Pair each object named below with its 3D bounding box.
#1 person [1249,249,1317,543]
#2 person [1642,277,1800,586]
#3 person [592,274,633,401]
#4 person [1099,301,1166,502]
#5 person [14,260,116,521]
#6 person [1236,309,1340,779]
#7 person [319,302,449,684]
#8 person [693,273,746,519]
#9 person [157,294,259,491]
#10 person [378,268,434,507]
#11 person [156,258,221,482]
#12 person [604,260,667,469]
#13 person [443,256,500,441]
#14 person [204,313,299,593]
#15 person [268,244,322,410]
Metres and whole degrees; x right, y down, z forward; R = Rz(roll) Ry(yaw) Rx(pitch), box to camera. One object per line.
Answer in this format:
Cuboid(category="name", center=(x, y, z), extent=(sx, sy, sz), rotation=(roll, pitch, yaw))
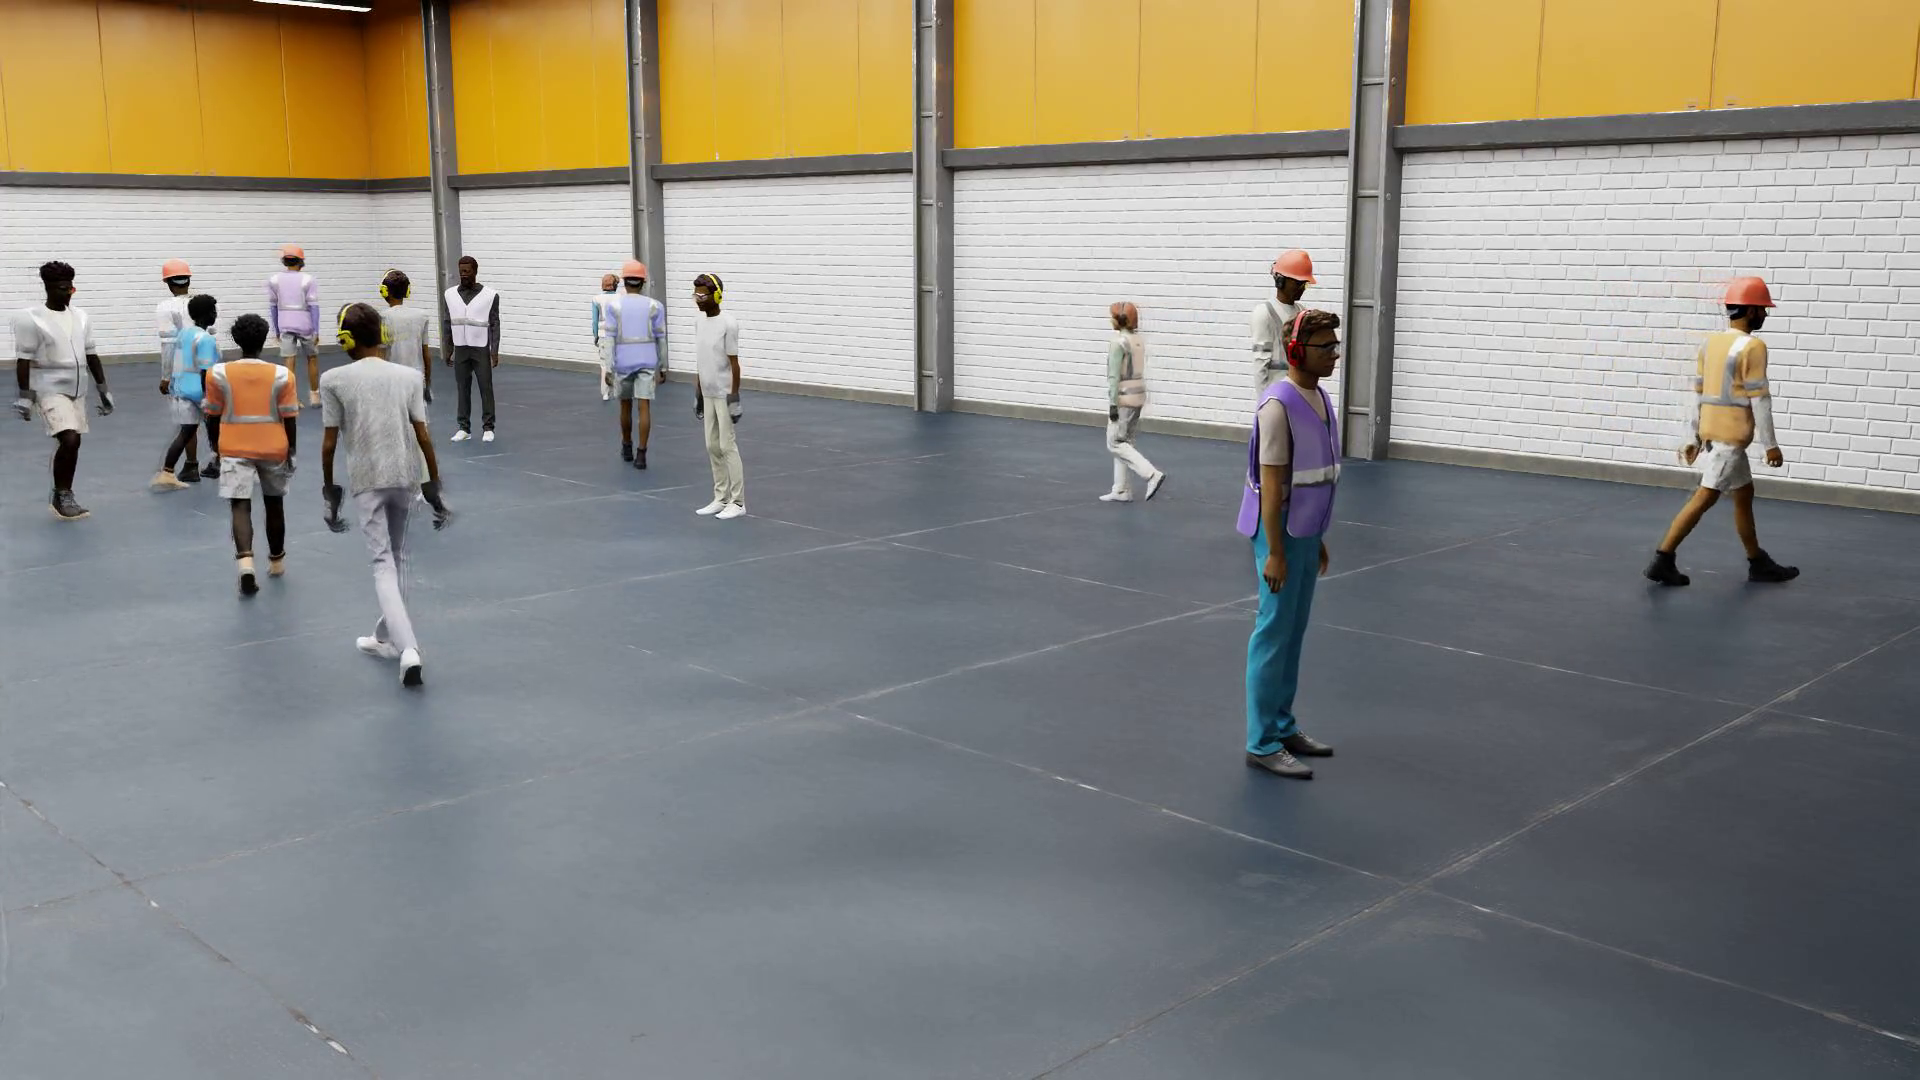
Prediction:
Cuboid(category="person", center=(2.240, -0.972, 11.466), extent=(0.389, 2.034, 0.605), rotation=(9, 14, 40))
Cuboid(category="person", center=(4.650, -0.641, 10.085), extent=(1.012, 1.892, 0.545), rotation=(0, 10, -1))
Cuboid(category="person", center=(-4.480, -2.604, 21.450), extent=(0.514, 1.636, 0.314), rotation=(1, 10, 3))
Cuboid(category="person", center=(1.370, -1.077, 13.167), extent=(0.538, 1.622, 0.518), rotation=(6, 12, 31))
Cuboid(category="person", center=(-6.683, -1.108, 12.452), extent=(0.568, 1.940, 0.637), rotation=(3, 11, 17))
Cuboid(category="person", center=(1.320, 0.002, 6.665), extent=(0.392, 1.846, 0.564), rotation=(6, 12, 29))
Cuboid(category="person", center=(-2.778, -0.237, 8.078), extent=(0.581, 1.818, 0.971), rotation=(-9, 14, -40))
Cuboid(category="person", center=(-1.832, -1.076, 12.545), extent=(0.371, 1.853, 0.503), rotation=(-9, 14, -41))
Cuboid(category="person", center=(-6.359, -1.232, 13.954), extent=(0.533, 1.652, 0.871), rotation=(10, 14, 42))
Cuboid(category="person", center=(-4.388, -1.188, 13.085), extent=(0.328, 1.874, 0.517), rotation=(9, 14, 41))
Cuboid(category="person", center=(-6.709, -1.465, 14.440), extent=(0.374, 1.930, 0.542), rotation=(6, 12, 28))
Cuboid(category="person", center=(-3.017, -1.641, 15.482), extent=(0.569, 1.891, 0.947), rotation=(-3, 11, -14))
Cuboid(category="person", center=(-5.061, -1.981, 17.282), extent=(0.593, 1.920, 0.391), rotation=(0, 10, 2))
Cuboid(category="person", center=(-4.268, -0.535, 10.069), extent=(0.527, 1.668, 0.811), rotation=(-5, 11, -24))
Cuboid(category="person", center=(-8.111, -2.597, 20.381), extent=(0.618, 2.012, 0.830), rotation=(-1, 10, -5))
